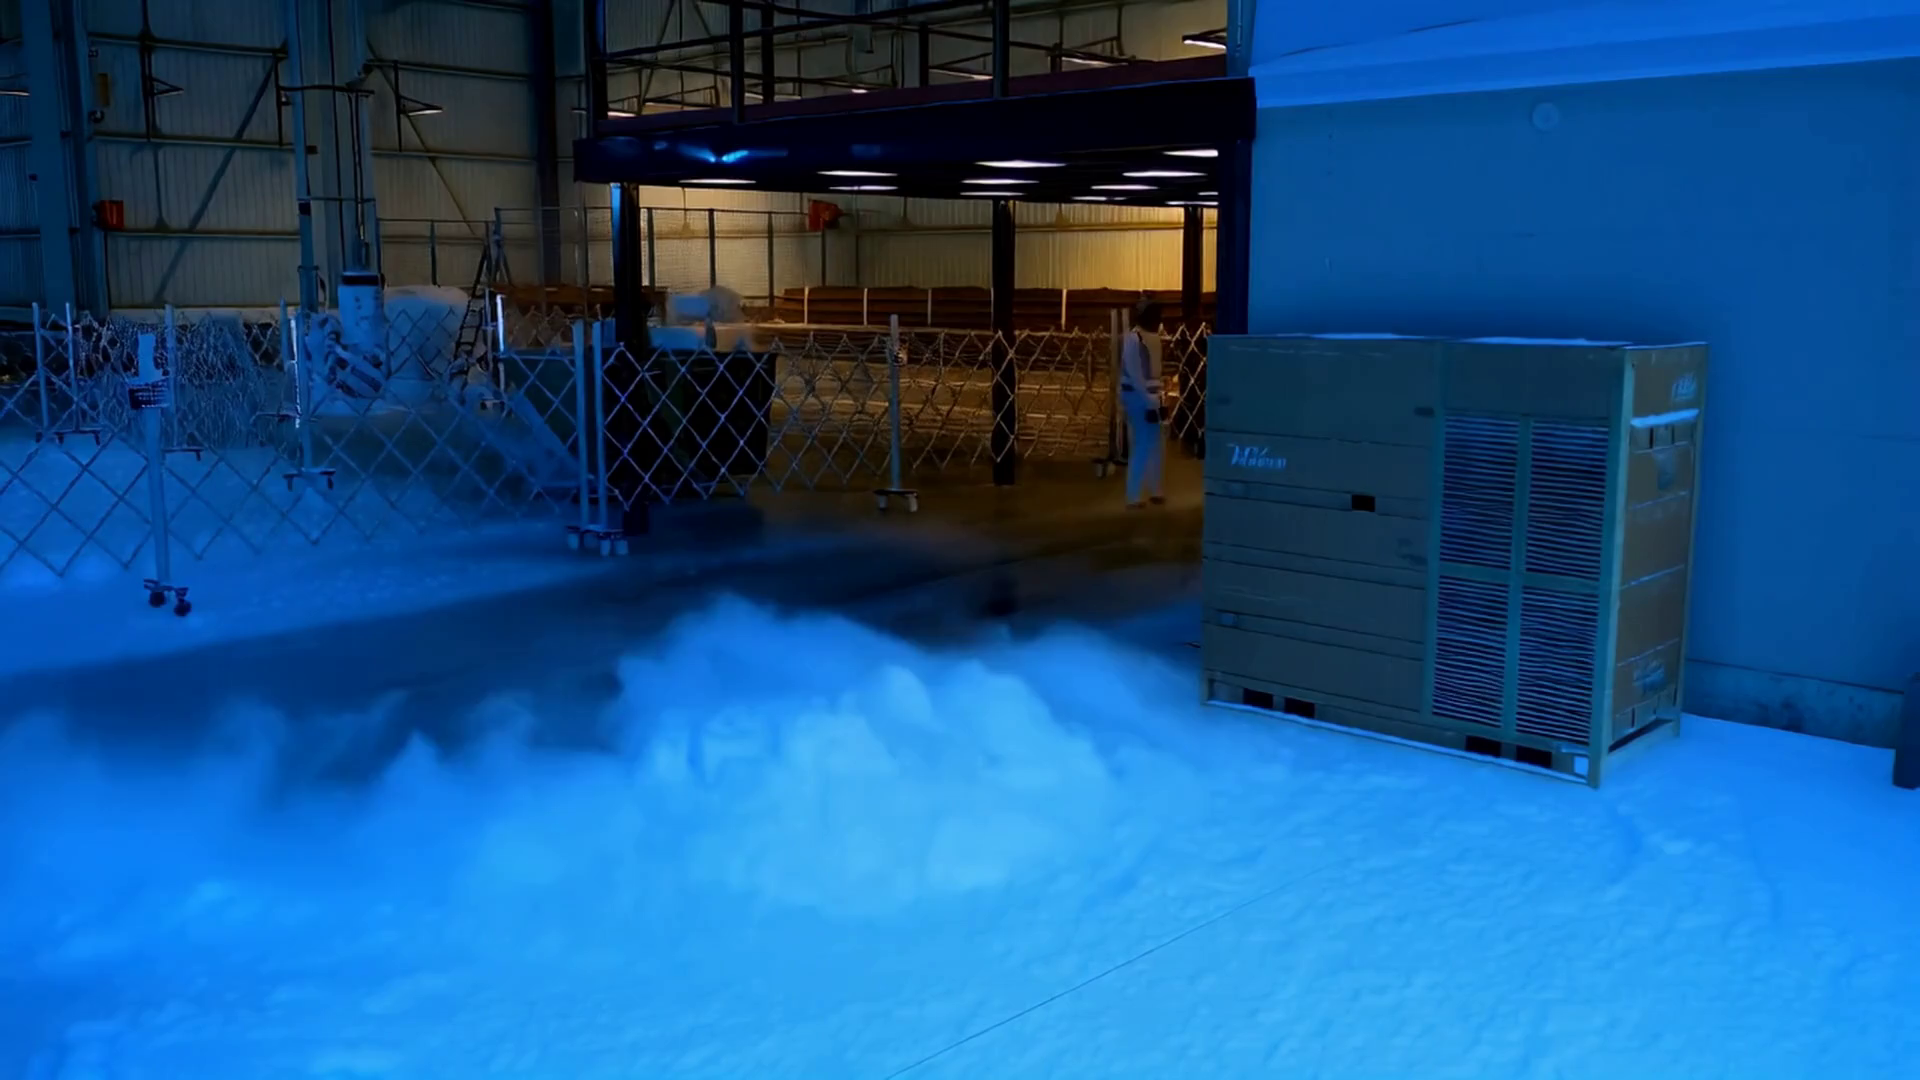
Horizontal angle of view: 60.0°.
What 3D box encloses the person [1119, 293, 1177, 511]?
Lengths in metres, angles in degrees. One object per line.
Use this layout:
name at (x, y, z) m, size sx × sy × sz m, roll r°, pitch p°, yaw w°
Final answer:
person at (1.606, -1.165, 14.212) m, size 0.456 × 1.865 × 0.634 m, roll 4°, pitch 10°, yaw 25°
